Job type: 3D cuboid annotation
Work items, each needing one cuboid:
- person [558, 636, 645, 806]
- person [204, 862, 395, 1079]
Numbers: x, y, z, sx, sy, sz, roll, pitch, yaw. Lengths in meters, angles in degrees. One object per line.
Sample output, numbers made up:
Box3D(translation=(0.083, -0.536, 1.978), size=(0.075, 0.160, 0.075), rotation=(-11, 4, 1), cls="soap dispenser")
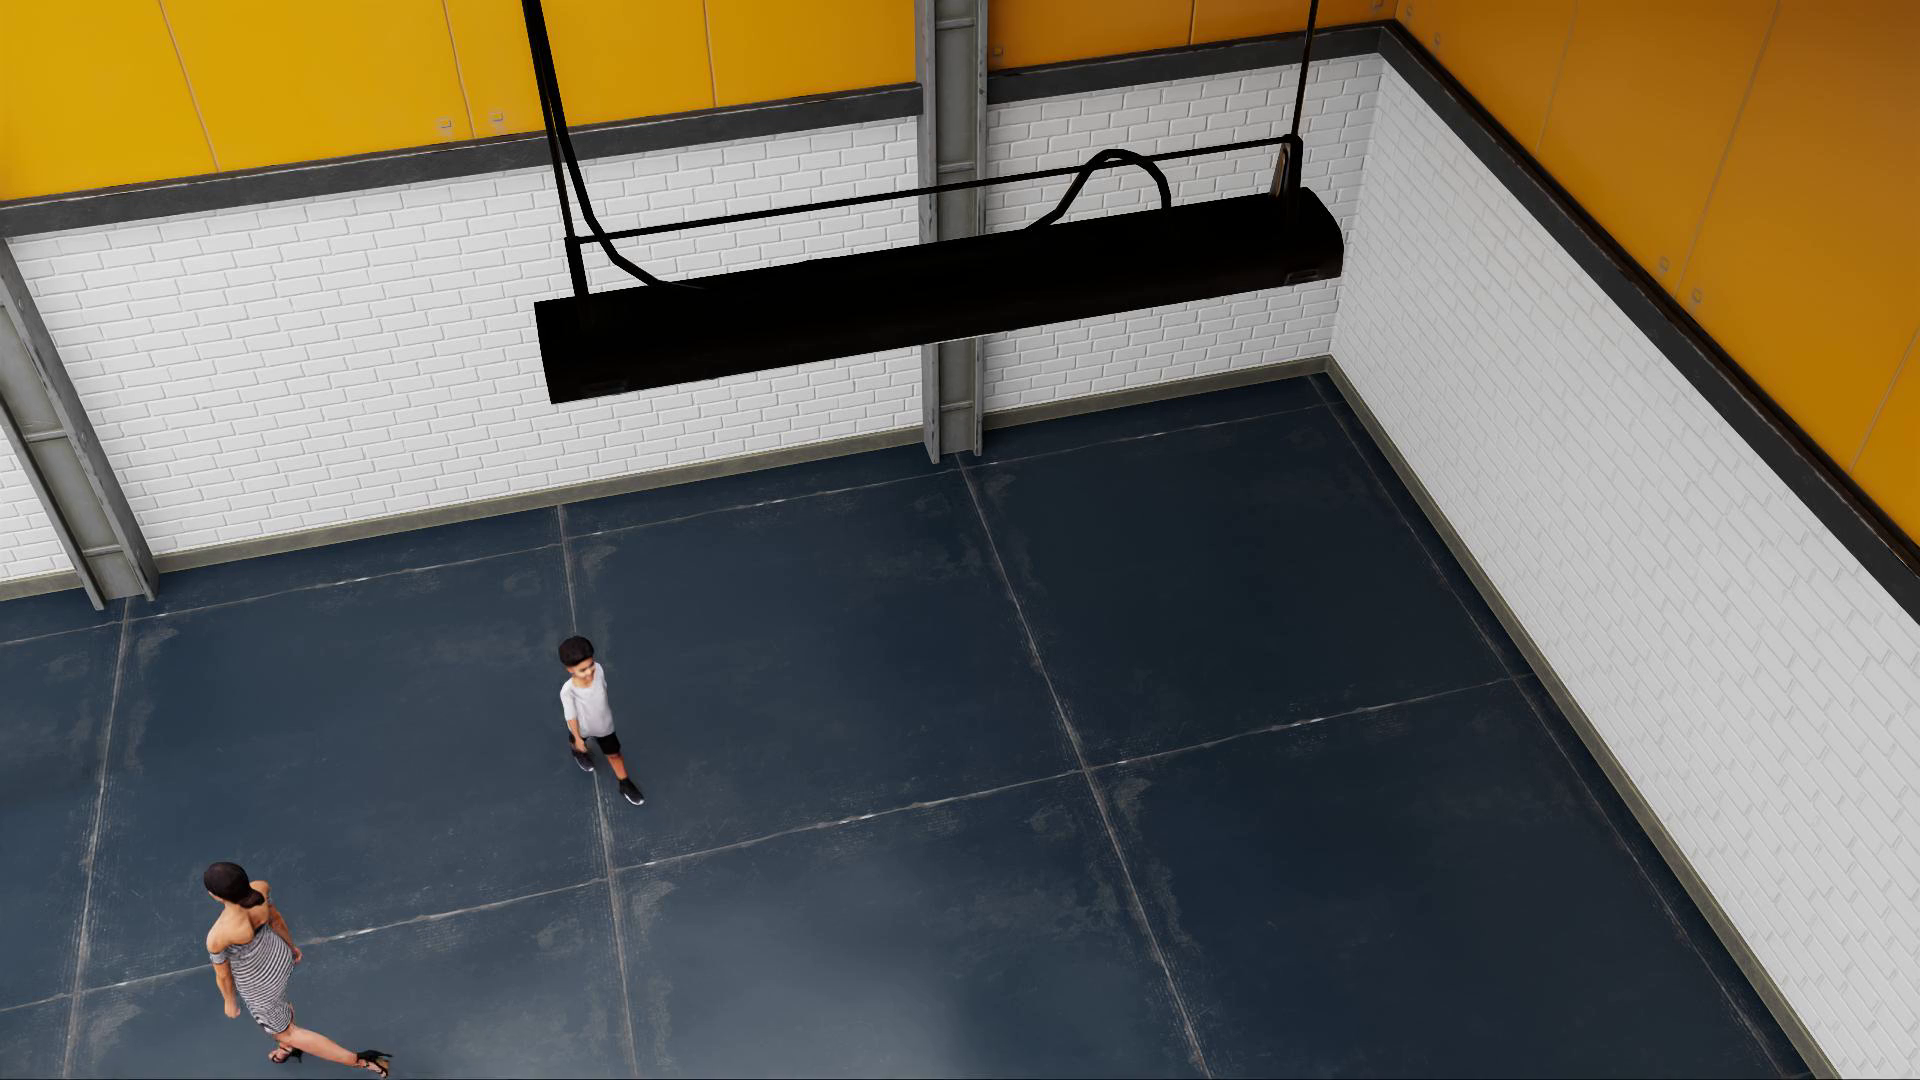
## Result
Box3D(translation=(-2.289, 1.039, 10.079), size=(0.892, 1.231, 0.809), rotation=(-33, 52, -29), cls="person")
Box3D(translation=(-3.415, 2.249, 8.399), size=(1.122, 1.796, 0.890), rotation=(8, 44, 9), cls="person")
